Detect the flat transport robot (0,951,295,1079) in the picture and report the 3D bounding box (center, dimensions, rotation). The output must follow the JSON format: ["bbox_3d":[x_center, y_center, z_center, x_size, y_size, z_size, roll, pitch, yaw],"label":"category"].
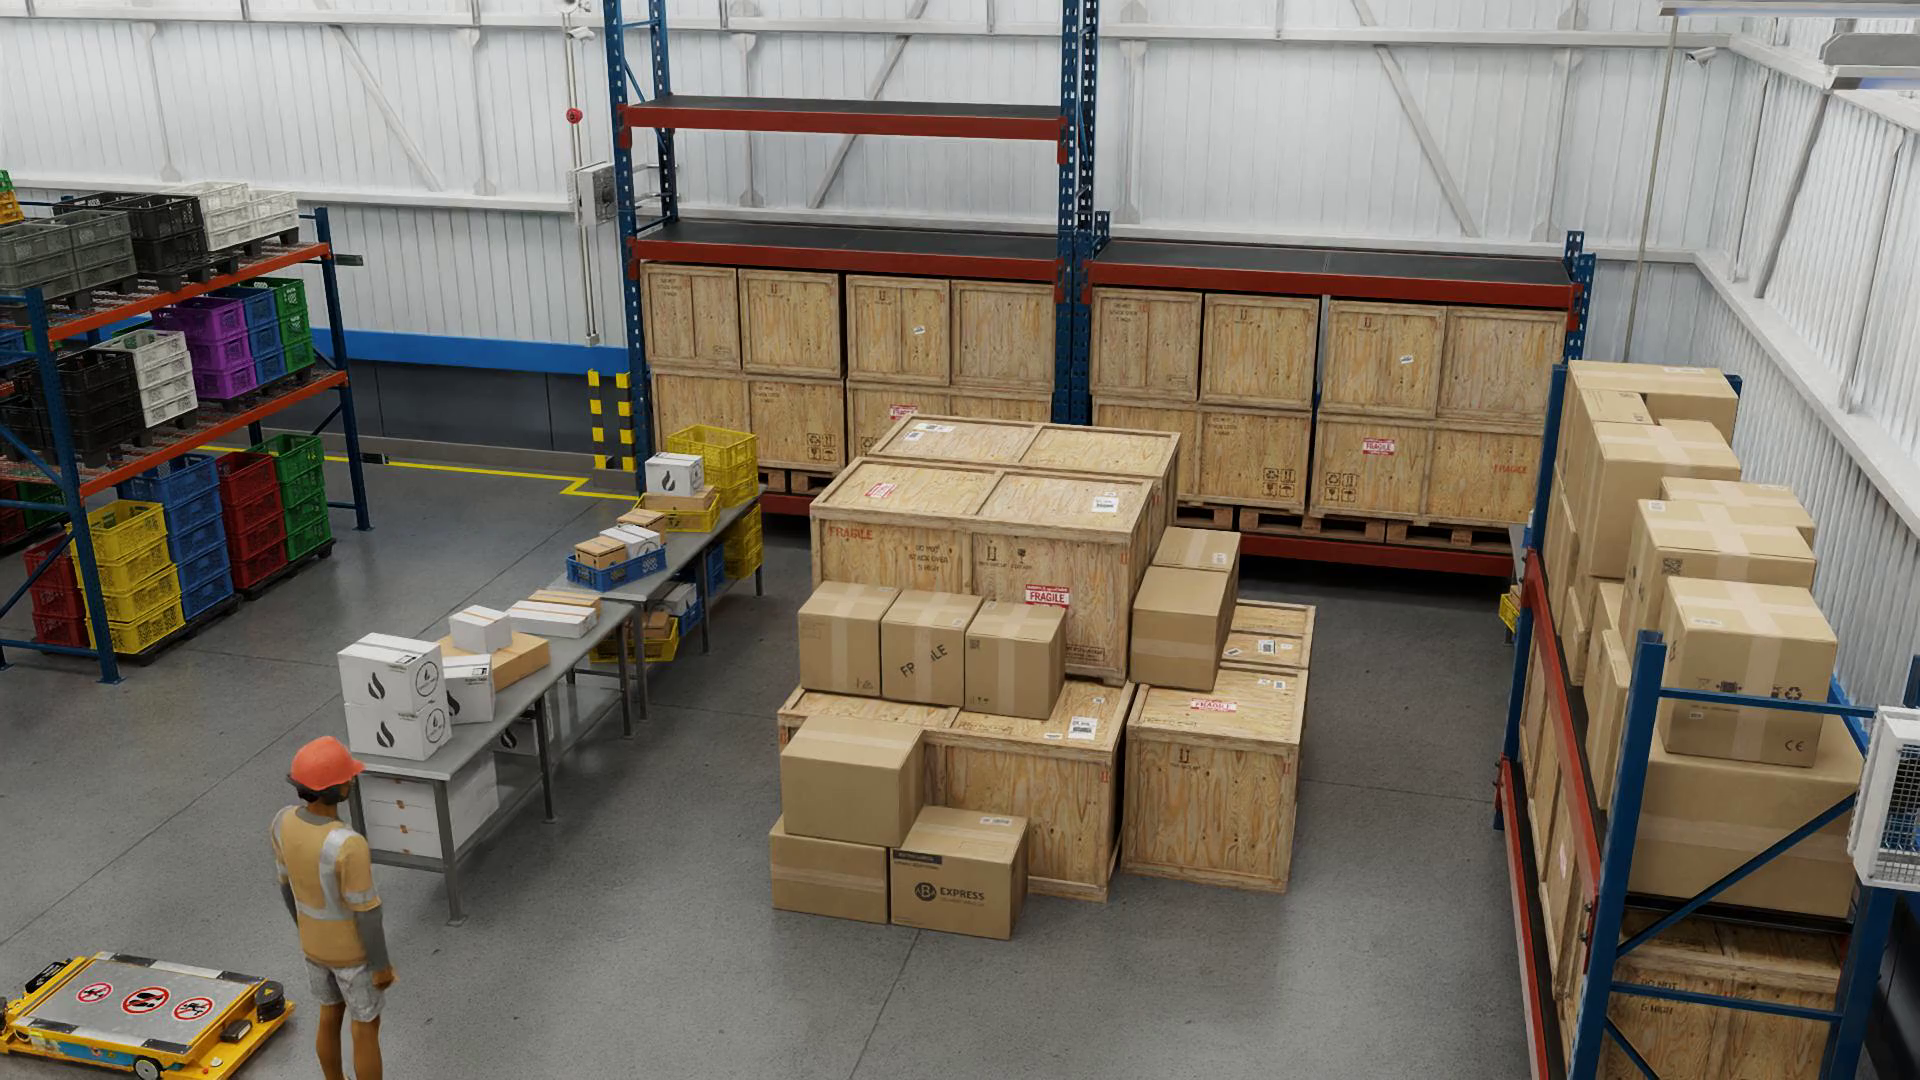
[{"bbox_3d":[-4.270,2.464,8.601,1.431,0.231,0.659,5,22,13],"label":"flat transport robot"}]

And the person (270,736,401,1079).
[{"bbox_3d":[-2.858,1.849,7.733,0.607,2.040,0.391,13,25,31],"label":"person"}]
